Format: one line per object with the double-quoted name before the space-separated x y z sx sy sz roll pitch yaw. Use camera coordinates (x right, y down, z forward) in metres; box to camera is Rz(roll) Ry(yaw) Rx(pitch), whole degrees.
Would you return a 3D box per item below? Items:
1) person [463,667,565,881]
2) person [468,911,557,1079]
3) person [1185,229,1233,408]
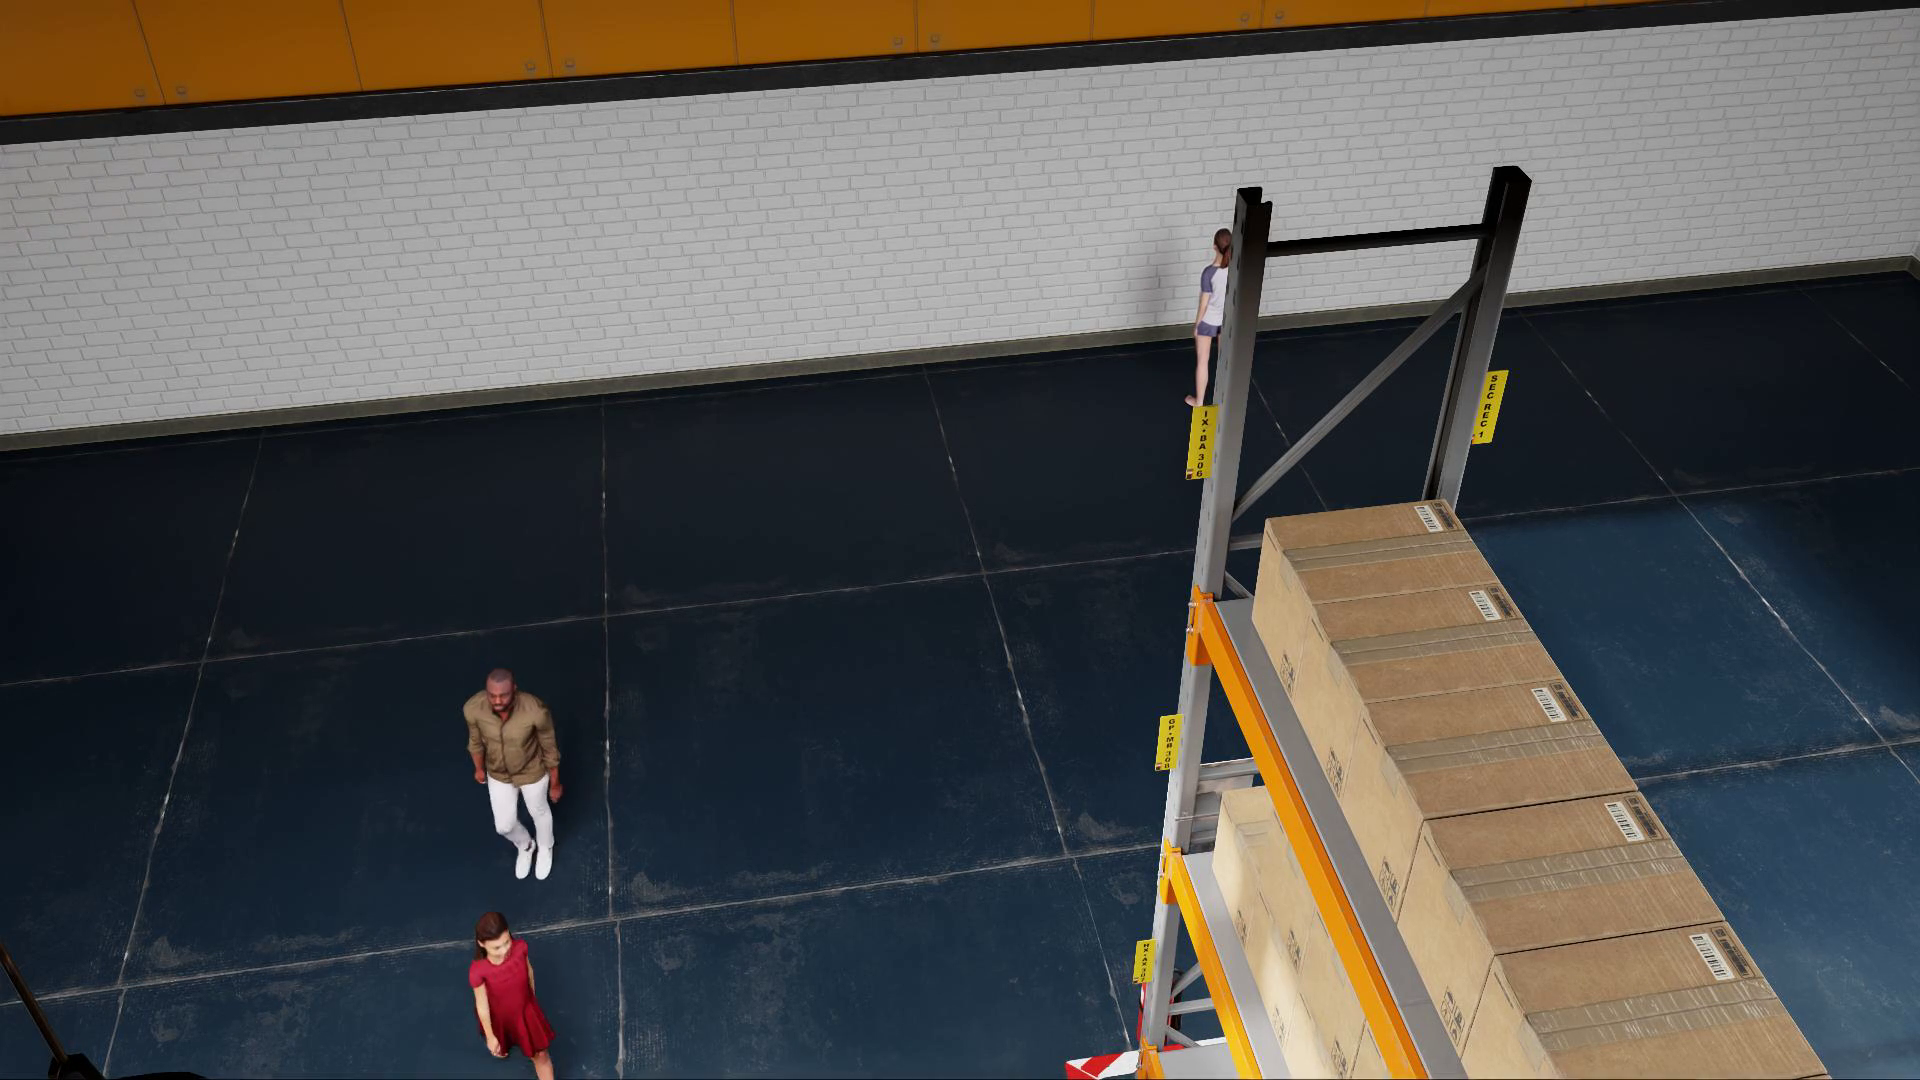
"person" -2.773 1.396 10.499 0.802 1.814 0.704 0 39 0
"person" -2.548 2.572 9.260 0.890 1.523 1.118 -27 46 -30
"person" 2.269 -1.952 14.728 0.621 1.767 0.614 -13 40 -16
